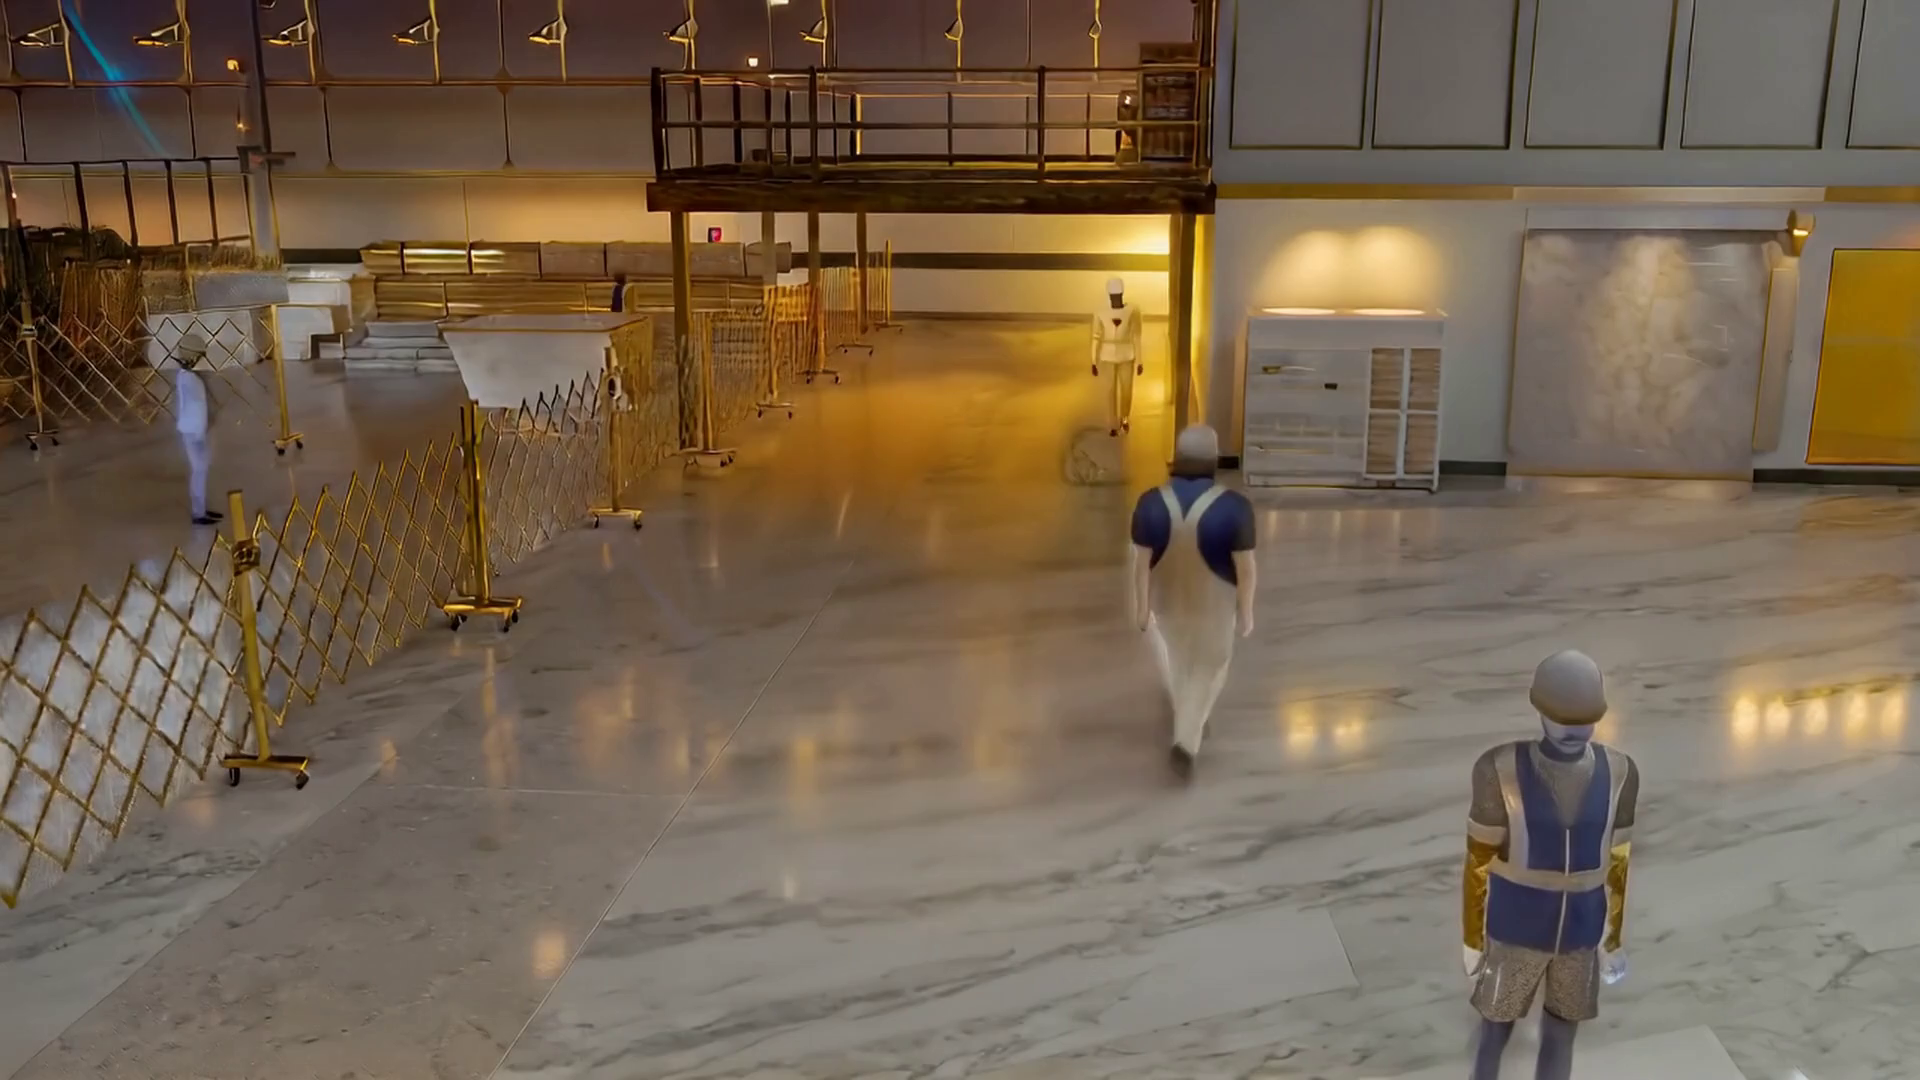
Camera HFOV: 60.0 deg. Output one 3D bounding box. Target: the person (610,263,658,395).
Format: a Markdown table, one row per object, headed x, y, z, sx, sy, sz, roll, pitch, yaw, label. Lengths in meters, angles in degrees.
| x | y | z | sx | sy | sz | roll | pitch | yaw | label |
| --- | --- | --- | --- | --- | --- | --- | --- | --- | --- |
| -4.543 | -2.814 | 22.481 | 0.980 | 1.837 | 0.596 | -10 | 17 | -36 | person |

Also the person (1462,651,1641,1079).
| x | y | z | sx | sy | sz | roll | pitch | yaw | label |
| --- | --- | --- | --- | --- | --- | --- | --- | --- | --- |
| 1.939 | 1.288 | 5.491 | 0.550 | 1.935 | 0.376 | 0 | 14 | 1 | person |

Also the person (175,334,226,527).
| x | y | z | sx | sy | sz | roll | pitch | yaw | label |
| --- | --- | --- | --- | --- | --- | --- | --- | --- | --- |
| -6.965 | -0.998 | 15.210 | 0.334 | 1.761 | 0.529 | -4 | 14 | -17 | person |

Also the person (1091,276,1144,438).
| x | y | z | sx | sy | sz | roll | pitch | yaw | label |
| --- | --- | --- | --- | --- | --- | --- | --- | --- | --- |
| 1.843 | -2.140 | 19.545 | 0.623 | 1.909 | 0.427 | 2 | 14 | 8 | person |

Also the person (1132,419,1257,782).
| x | y | z | sx | sy | sz | roll | pitch | yaw | label |
| --- | --- | --- | --- | --- | --- | --- | --- | --- | --- |
| 1.297 | 0.306 | 9.290 | 0.684 | 2.000 | 0.955 | 7 | 16 | 28 | person |
